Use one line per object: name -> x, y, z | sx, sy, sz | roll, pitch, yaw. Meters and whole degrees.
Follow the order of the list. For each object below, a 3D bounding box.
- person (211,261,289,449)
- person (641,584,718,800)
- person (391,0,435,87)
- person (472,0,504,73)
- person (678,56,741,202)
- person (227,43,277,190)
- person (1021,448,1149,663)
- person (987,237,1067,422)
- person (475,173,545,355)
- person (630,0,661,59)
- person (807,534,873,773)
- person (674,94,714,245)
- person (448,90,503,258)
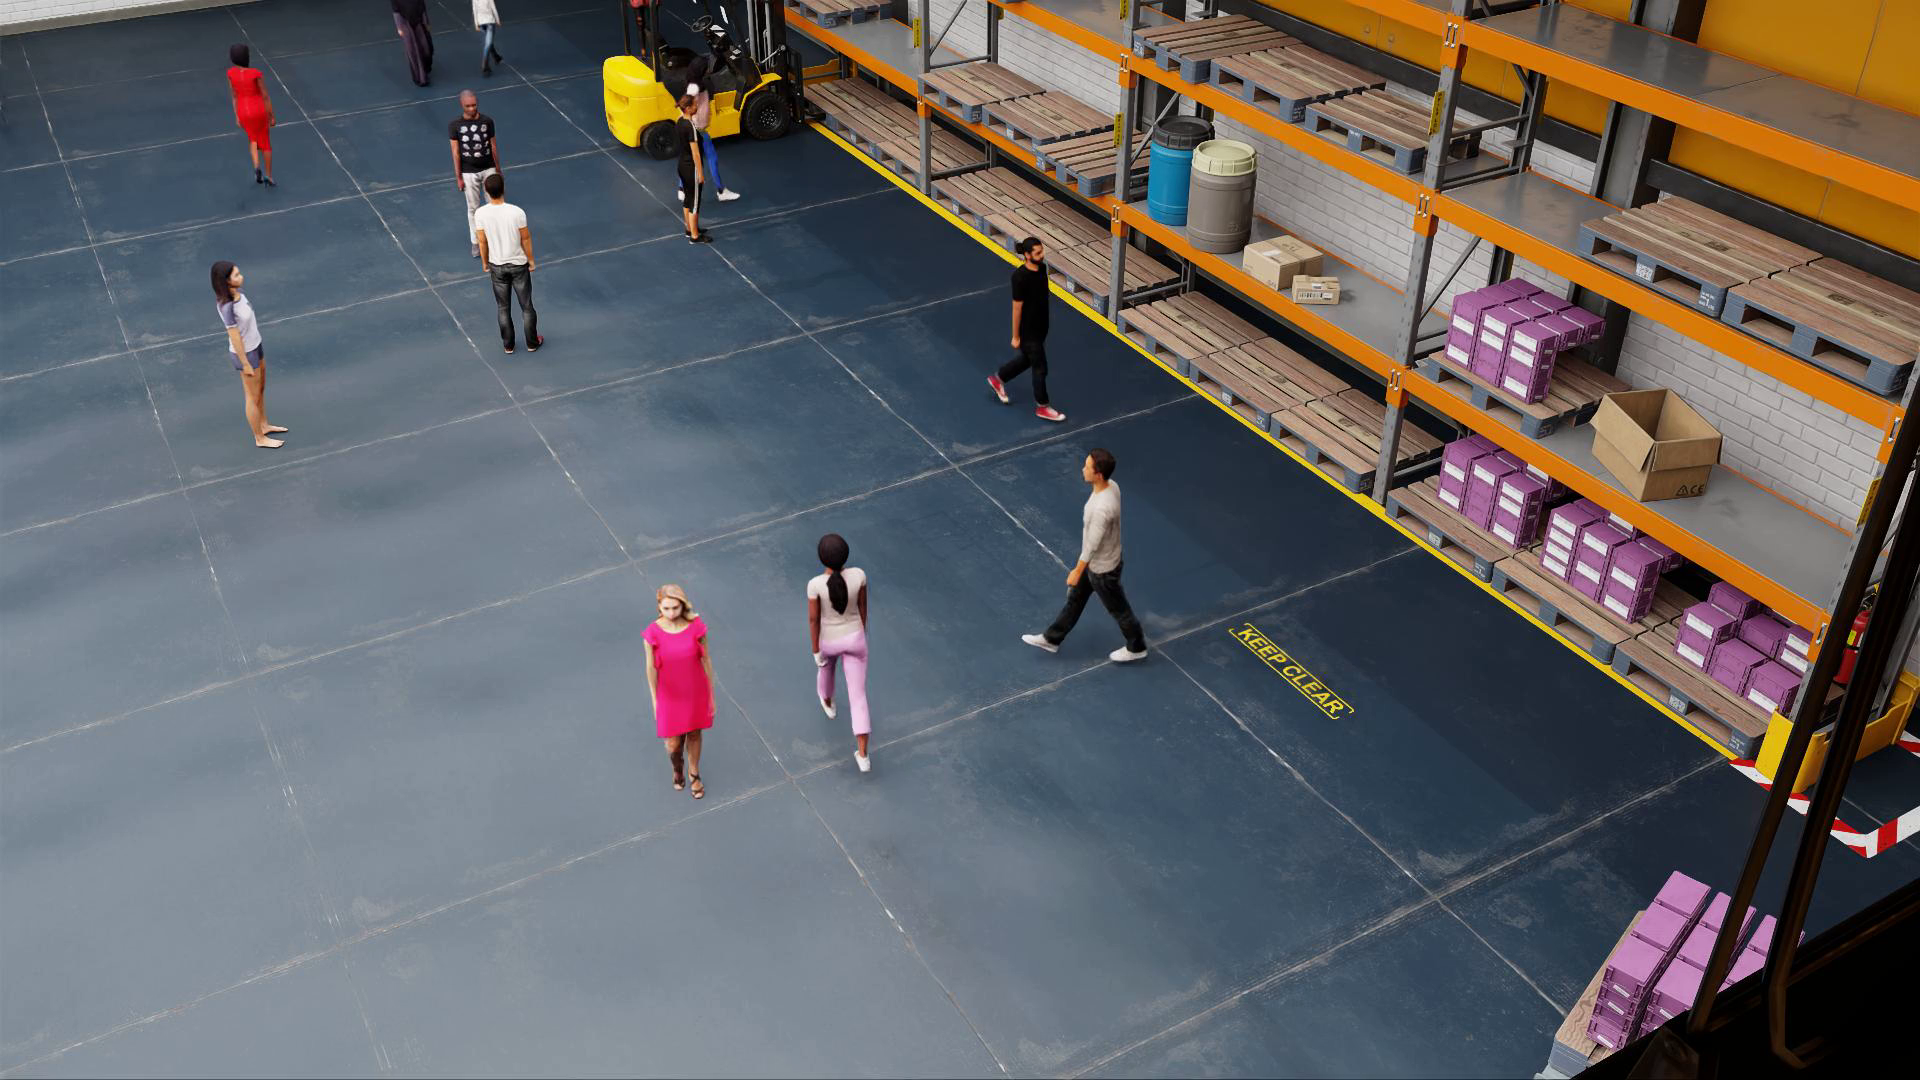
person -> -6.257, -1.644, 14.594 | 0.711, 1.733, 0.561 | -5, 34, -8
person -> -1.794, 0.932, 10.731 | 0.616, 1.718, 0.648 | -10, 35, -15
person -> -7.565, -7.139, 22.974 | 0.632, 1.608, 0.856 | -15, 36, -21
person -> -6.683, -7.227, 23.399 | 0.867, 1.284, 0.939 | 7, 34, 11
person -> -3.113, -4.709, 19.220 | 1.039, 1.718, 1.049 | -5, 34, -7
person -> -8.333, -4.940, 19.555 | 0.734, 1.730, 0.792 | -1, 34, -1
person -> 1.109, 0.170, 11.837 | 1.084, 1.765, 1.197 | -1, 34, -1
person -> 0.577, -1.931, 15.022 | 1.185, 1.736, 1.002 | 17, 37, 24
person -> -4.374, -2.672, 16.077 | 0.716, 1.803, 0.676 | -4, 34, -6
person -> -4.509, -7.772, 23.877 | 0.895, 1.663, 1.168 | -3, 34, -5
person -> -0.754, 0.747, 11.030 | 0.808, 1.697, 1.227 | -8, 34, -12
person -> -2.980, -4.102, 18.351 | 0.645, 1.668, 0.466 | -15, 37, -22
person -> -5.237, -4.006, 18.082 | 0.660, 1.805, 0.608 | -15, 36, -21
